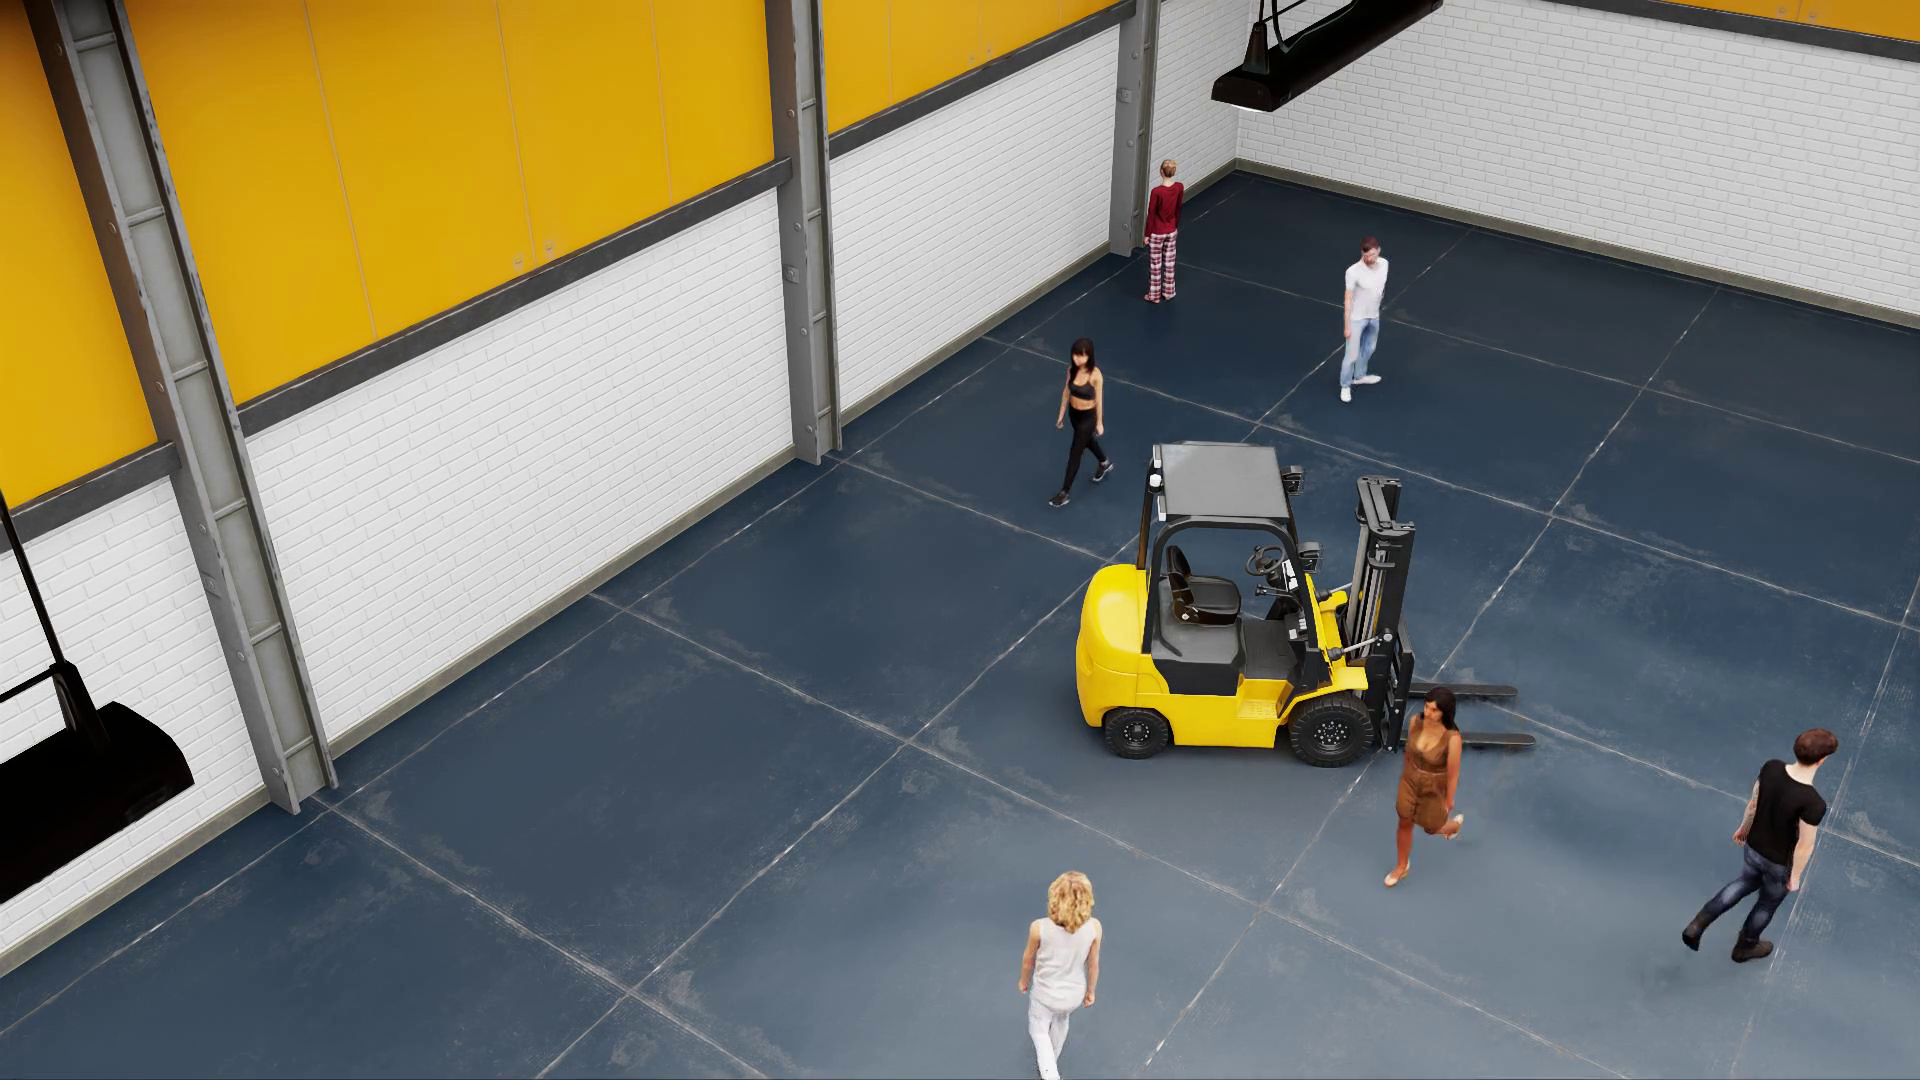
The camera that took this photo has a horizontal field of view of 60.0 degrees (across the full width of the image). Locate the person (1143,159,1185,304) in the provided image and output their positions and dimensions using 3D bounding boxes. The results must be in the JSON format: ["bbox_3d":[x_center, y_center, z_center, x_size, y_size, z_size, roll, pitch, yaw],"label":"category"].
[{"bbox_3d":[2.290,-3.502,18.790,0.594,1.699,0.750,-18,38,-25],"label":"person"}]

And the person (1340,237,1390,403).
[{"bbox_3d":[4.071,-2.265,16.827,0.816,1.812,1.018,-26,41,-33],"label":"person"}]

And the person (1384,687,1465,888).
[{"bbox_3d":[3.162,1.621,11.110,0.977,1.669,0.723,-24,40,-31],"label":"person"}]

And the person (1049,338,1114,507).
[{"bbox_3d":[1.193,-1.142,15.326,0.676,1.602,1.158,28,42,35],"label":"person"}]

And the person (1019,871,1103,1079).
[{"bbox_3d":[0.577,2.638,9.599,0.968,1.647,1.028,-5,34,-8],"label":"person"}]

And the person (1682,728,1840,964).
[{"bbox_3d":[5.003,1.975,10.385,1.088,1.882,0.978,-11,35,-16],"label":"person"}]
